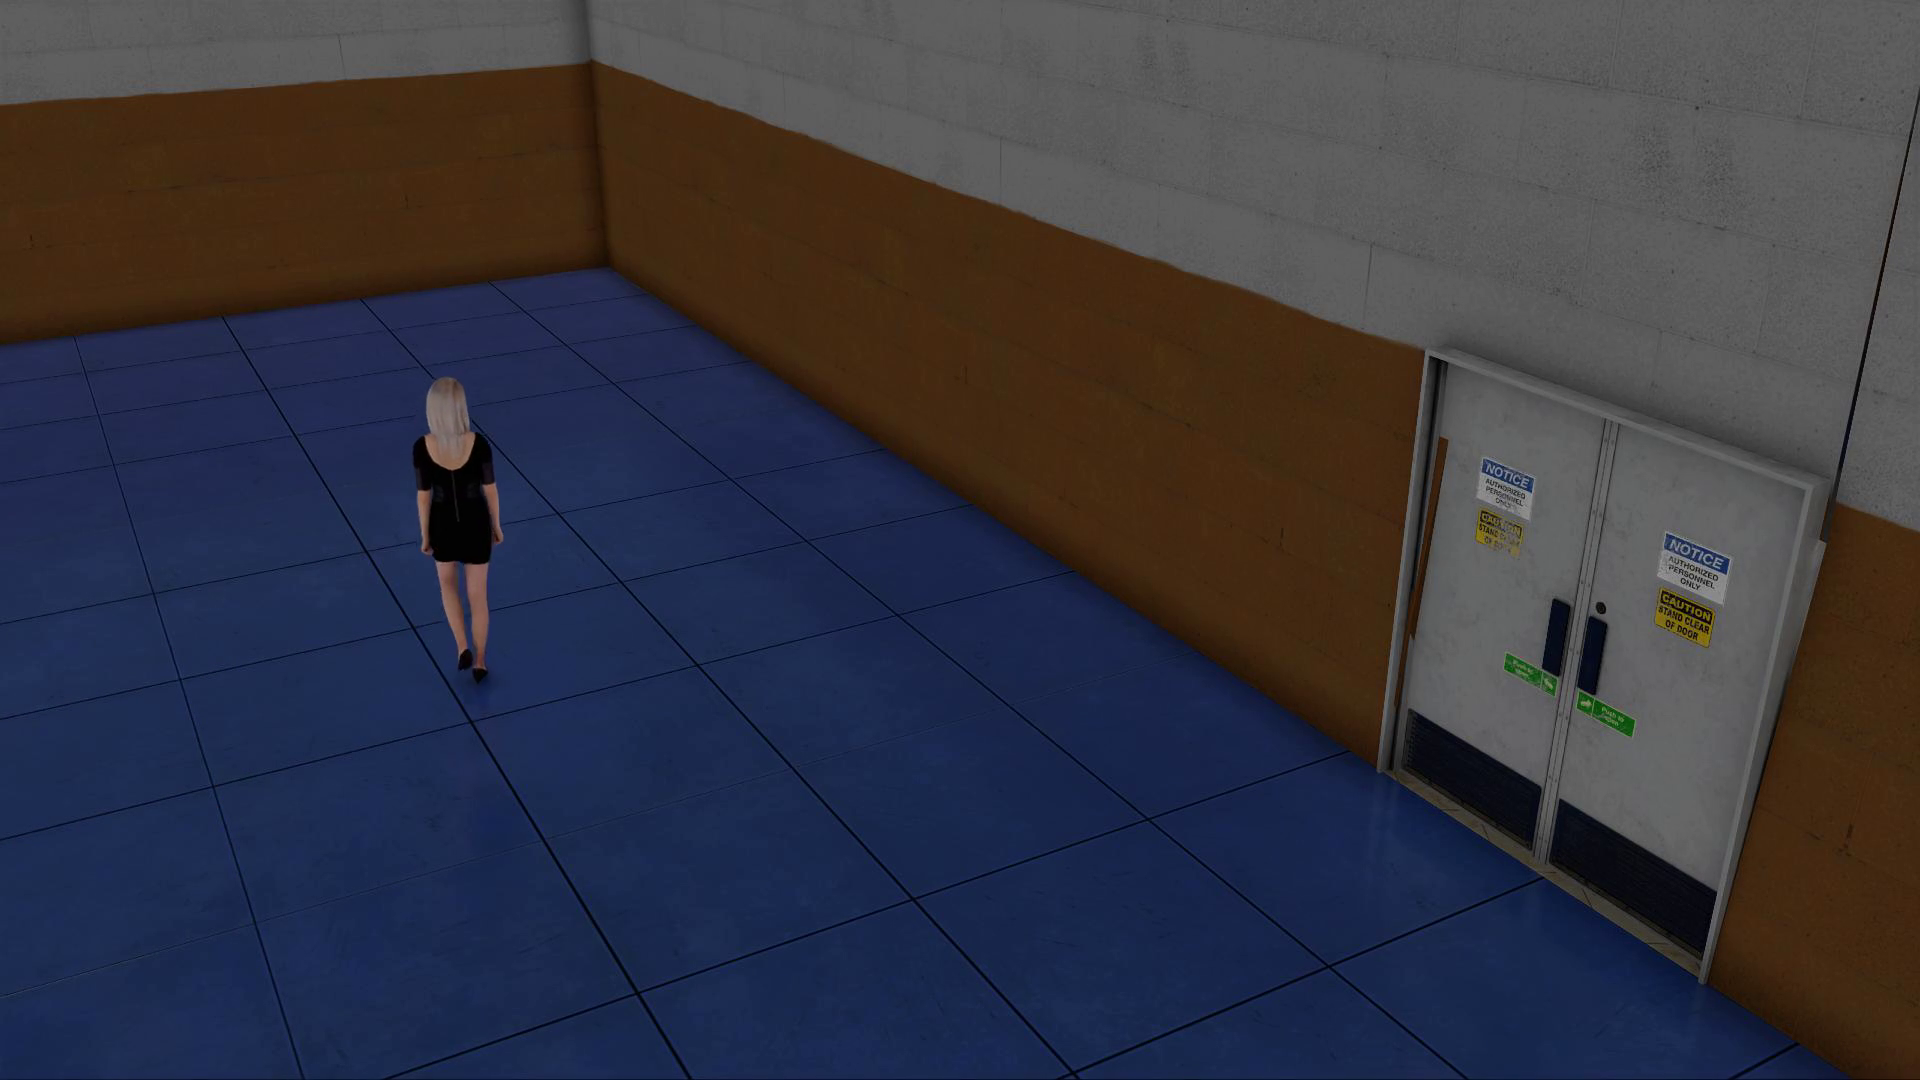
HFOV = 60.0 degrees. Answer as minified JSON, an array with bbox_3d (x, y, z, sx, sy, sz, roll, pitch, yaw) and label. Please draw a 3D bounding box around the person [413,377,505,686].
[{"bbox_3d":[-2.762,0.007,9.198,0.651,1.816,0.737,-6,24,-13],"label":"person"}]
